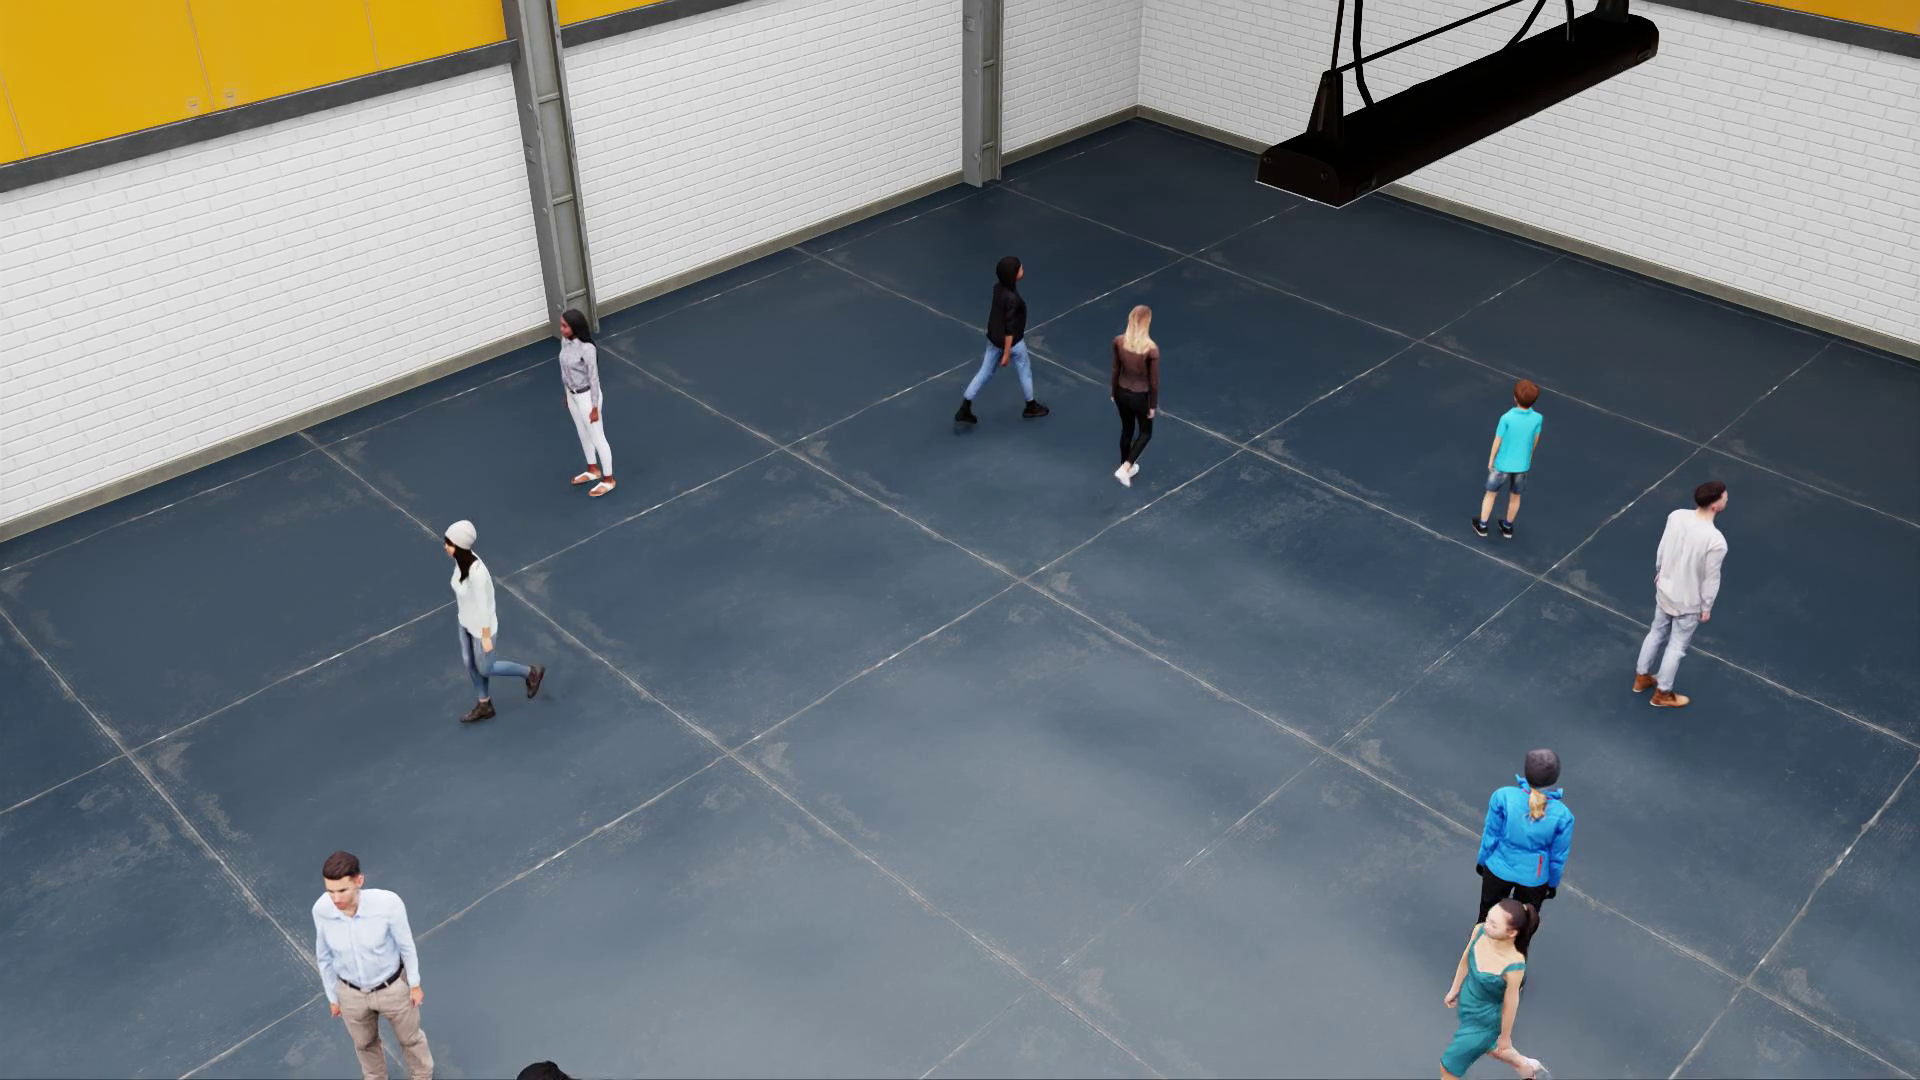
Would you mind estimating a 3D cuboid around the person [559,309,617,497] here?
[{"bbox_3d":[-3.205,-1.193,14.201,0.498,1.723,0.602,-27,42,-34],"label":"person"}]

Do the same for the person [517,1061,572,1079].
[{"bbox_3d":[-1.733,3.018,7.878,0.942,1.710,0.840,-8,34,-12],"label":"person"}]

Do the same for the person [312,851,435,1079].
[{"bbox_3d":[-3.086,2.345,8.768,0.724,1.845,0.807,-4,34,-6],"label":"person"}]

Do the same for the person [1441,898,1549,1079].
[{"bbox_3d":[2.815,2.480,8.741,1.085,1.651,0.900,-7,34,-10],"label":"person"}]

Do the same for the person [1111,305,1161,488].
[{"bbox_3d":[1.451,-1.185,14.219,0.712,1.692,0.871,19,38,26],"label":"person"}]

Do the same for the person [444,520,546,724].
[{"bbox_3d":[-3.294,0.567,11.638,0.906,1.629,0.653,-22,39,-29],"label":"person"}]

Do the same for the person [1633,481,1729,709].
[{"bbox_3d":[5.109,0.365,11.753,0.707,1.839,0.757,-12,36,-18],"label":"person"}]

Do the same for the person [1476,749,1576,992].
[{"bbox_3d":[3.164,1.910,9.463,0.676,1.800,0.624,16,37,23],"label":"person"}]

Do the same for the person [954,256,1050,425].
[{"bbox_3d":[0.318,-1.751,15.105,1.210,1.653,0.765,-17,37,-24],"label":"person"}]

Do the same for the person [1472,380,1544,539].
[{"bbox_3d":[4.546,-0.649,13.633,0.627,1.447,0.687,0,34,0],"label":"person"}]
